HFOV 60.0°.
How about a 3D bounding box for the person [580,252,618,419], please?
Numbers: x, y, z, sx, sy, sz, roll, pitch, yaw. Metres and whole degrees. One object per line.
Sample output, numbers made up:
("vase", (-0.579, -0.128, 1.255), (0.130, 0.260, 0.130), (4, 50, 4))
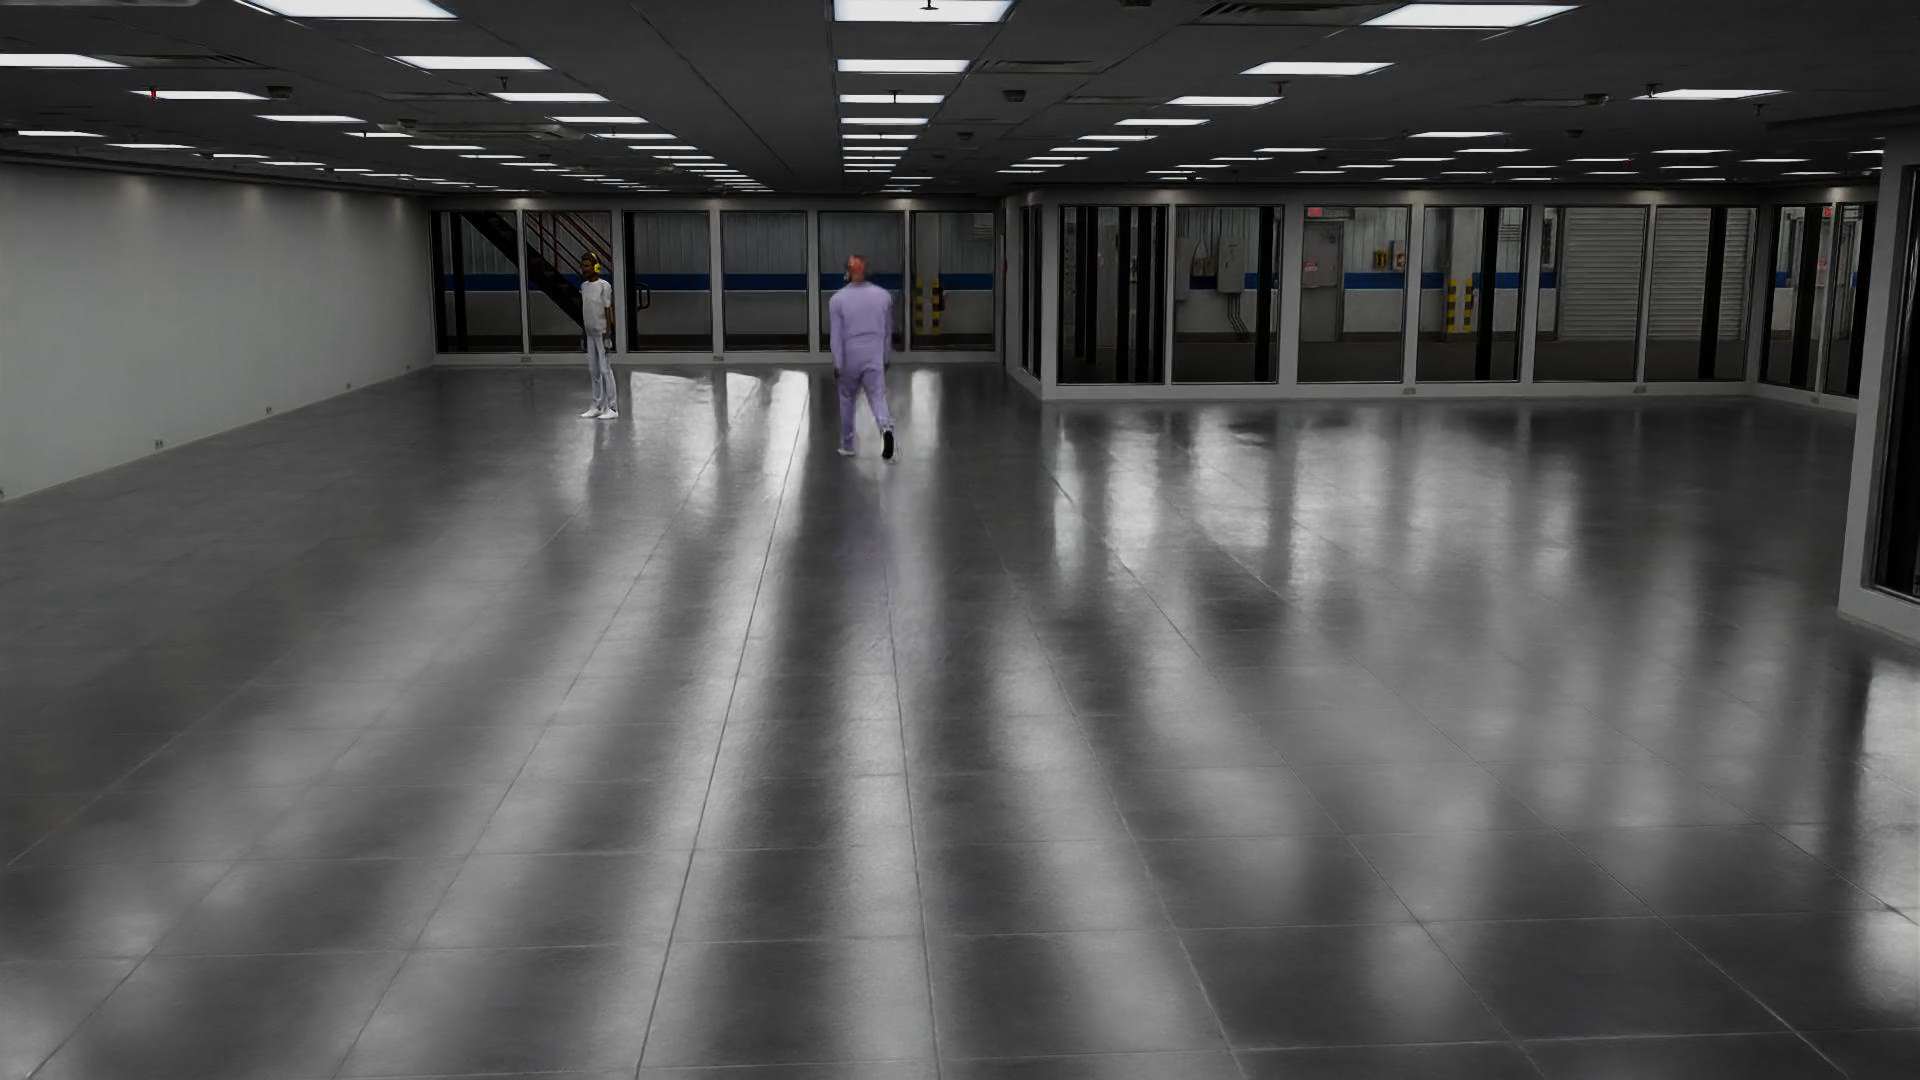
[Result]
("person", (-4.072, -2.280, 18.635), (0.506, 1.861, 0.328), (9, 14, 40))

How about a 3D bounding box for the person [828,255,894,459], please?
("person", (-0.894, -1.670, 15.267), (0.640, 1.882, 0.834), (-4, 11, -21))
